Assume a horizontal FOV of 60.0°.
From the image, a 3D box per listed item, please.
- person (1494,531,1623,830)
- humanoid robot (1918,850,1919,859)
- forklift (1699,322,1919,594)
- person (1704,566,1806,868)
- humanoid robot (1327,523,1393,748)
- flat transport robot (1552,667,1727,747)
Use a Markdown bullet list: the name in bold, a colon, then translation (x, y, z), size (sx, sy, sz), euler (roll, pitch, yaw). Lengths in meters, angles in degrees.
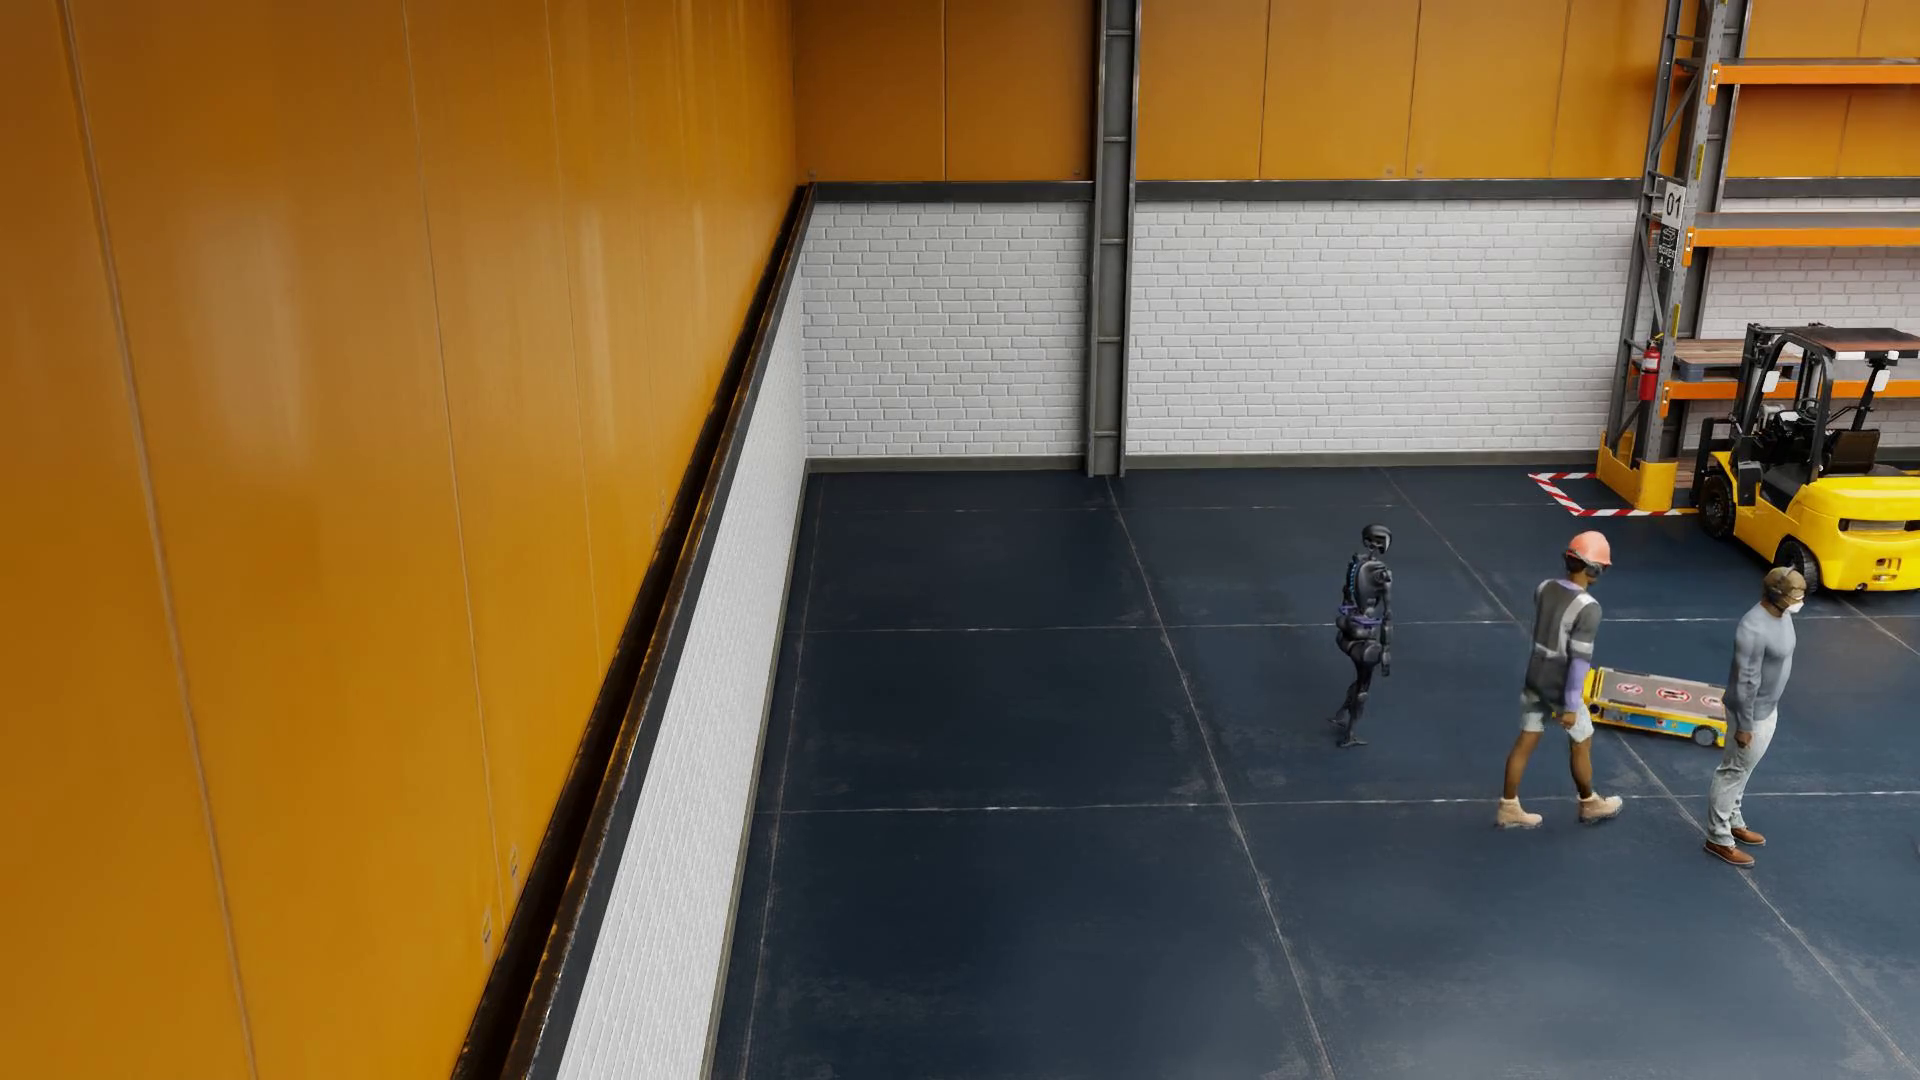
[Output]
- **person**: translation (3.909, 0.911, 10.602), size (0.966, 1.989, 0.635), euler (-6, 21, -16)
- **humanoid robot**: translation (6.259, 1.253, 10.135), size (0.591, 1.644, 0.441), euler (11, 23, 28)
- **forklift**: translation (7.809, -0.792, 14.926), size (1.214, 2.155, 2.313), euler (-1, 20, -2)
- **person**: translation (4.914, 1.061, 10.275), size (0.373, 1.935, 0.627), euler (16, 25, 36)
- **humanoid robot**: translation (2.845, 0.667, 11.704), size (0.340, 1.646, 0.601), euler (-7, 21, -18)
- **flat transport robot**: translation (5.143, 1.227, 12.227), size (1.431, 0.231, 0.659), euler (9, 22, 22)
